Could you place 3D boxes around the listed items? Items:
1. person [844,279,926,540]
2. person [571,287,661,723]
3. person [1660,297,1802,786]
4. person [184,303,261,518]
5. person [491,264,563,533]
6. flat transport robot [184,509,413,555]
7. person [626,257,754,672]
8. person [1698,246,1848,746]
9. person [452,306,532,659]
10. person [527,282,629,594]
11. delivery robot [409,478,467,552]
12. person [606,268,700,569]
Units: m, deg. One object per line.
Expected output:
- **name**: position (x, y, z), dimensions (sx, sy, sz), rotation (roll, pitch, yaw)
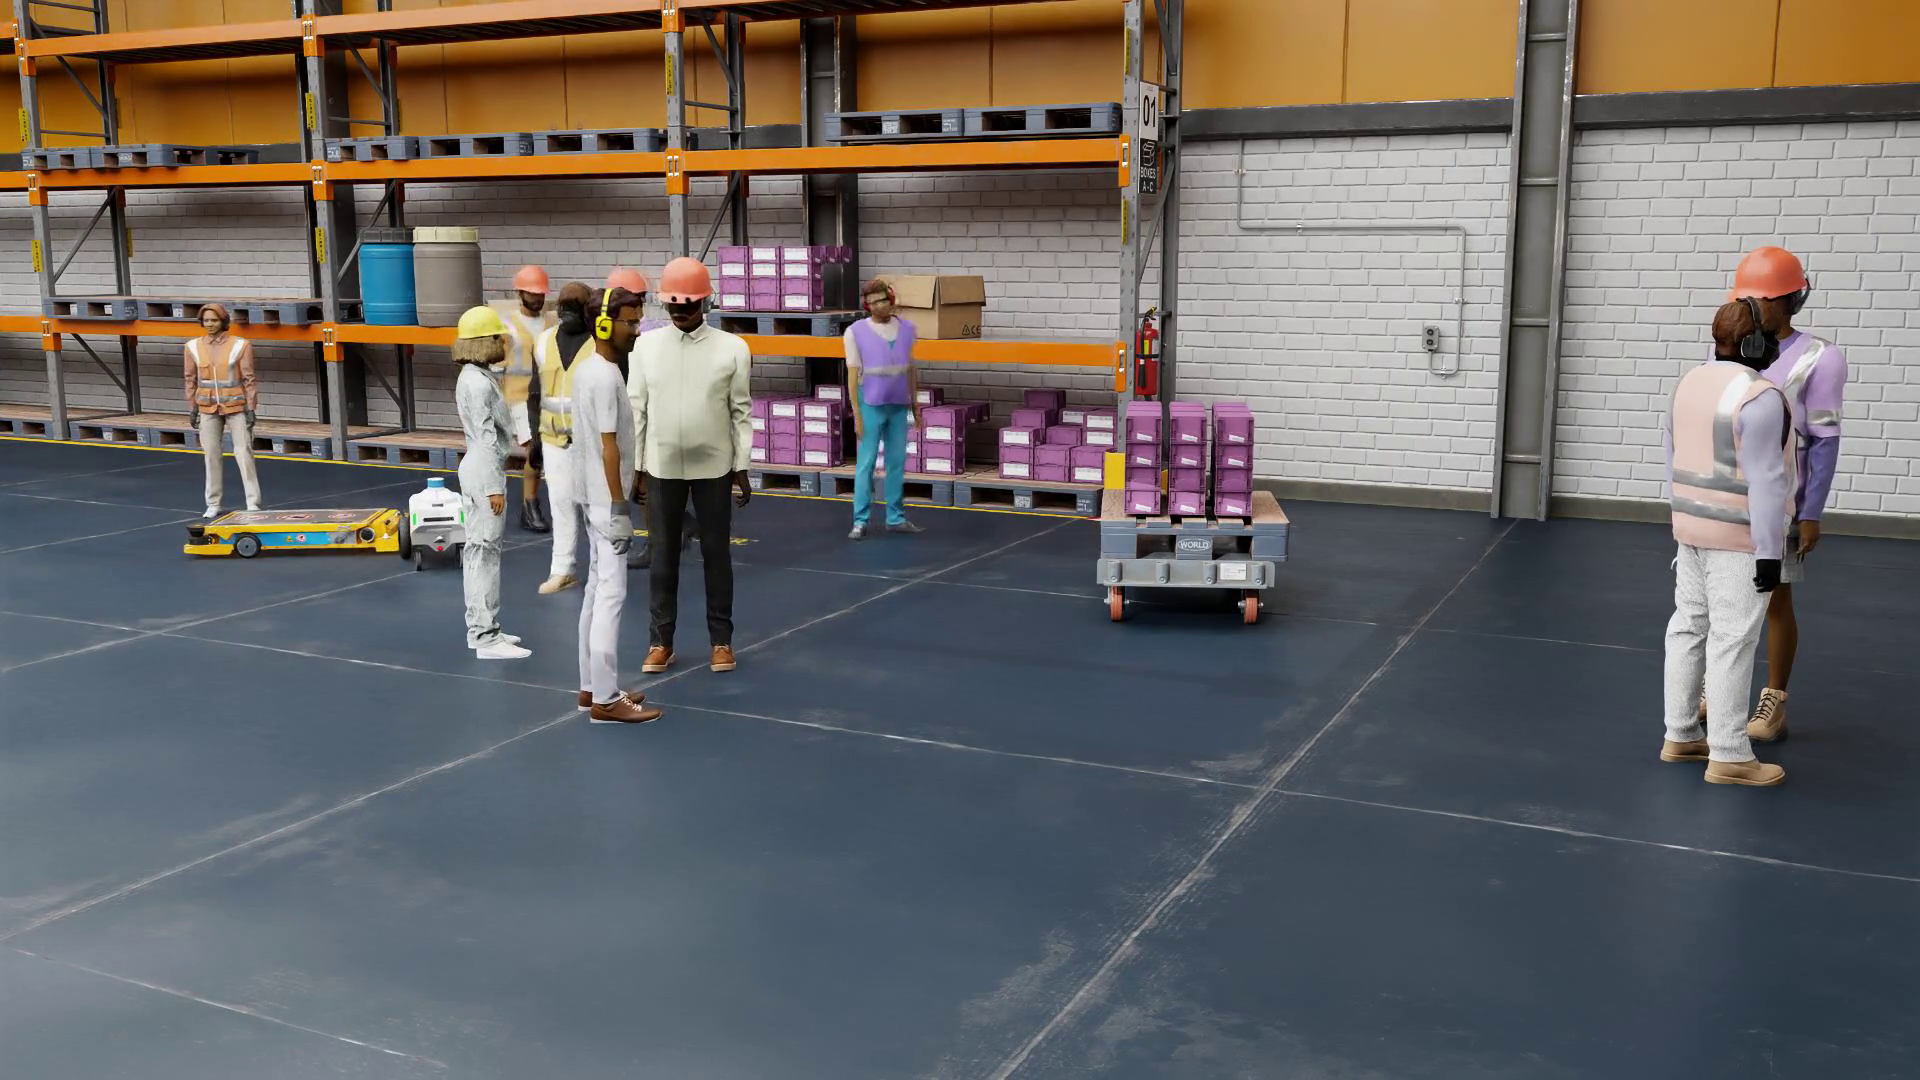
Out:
- **person**: position (-0.531, -0.914, 11.704), dimensions (0.670, 1.815, 0.405), rotation (-7, 12, -36)
- **person**: position (-1.506, -0.147, 7.159), dimensions (0.313, 1.865, 0.528), rotation (-4, 11, -22)
- **person**: position (2.949, 0.003, 6.366), dimensions (0.429, 1.845, 0.622), rotation (-2, 10, -9)
- **person**: position (-5.556, -0.966, 12.536), dimensions (0.516, 1.629, 0.322), rotation (-1, 10, -6)
- **person**: position (-3.001, -0.986, 11.800), dimensions (0.584, 1.909, 0.557), rotation (9, 13, 42)
- **flat transport robot**: position (-4.398, -0.065, 11.249), dimensions (1.431, 0.197, 0.652), rotation (-1, 10, -6)
- **person**: position (-1.293, -0.347, 7.958), dimensions (0.611, 1.985, 0.393), rotation (-1, 10, -3)
- **person**: position (3.265, -0.175, 6.838), dimensions (0.386, 2.034, 0.604), rotation (-6, 11, -29)
- **person**: position (-2.346, -0.284, 8.284), dimensions (0.289, 1.746, 0.487), rotation (-4, 11, -23)
- **person**: position (-2.243, -0.591, 9.825), dimensions (0.661, 1.836, 0.476), rotation (2, 10, 12)
- **delivery robot**: position (-3.359, -0.156, 10.691), dimensions (0.477, 0.478, 0.707), rotation (-3, 10, -18)
- **person**: position (-1.970, -0.762, 10.541), dimensions (0.564, 1.913, 0.592), rotation (-3, 10, -18)
